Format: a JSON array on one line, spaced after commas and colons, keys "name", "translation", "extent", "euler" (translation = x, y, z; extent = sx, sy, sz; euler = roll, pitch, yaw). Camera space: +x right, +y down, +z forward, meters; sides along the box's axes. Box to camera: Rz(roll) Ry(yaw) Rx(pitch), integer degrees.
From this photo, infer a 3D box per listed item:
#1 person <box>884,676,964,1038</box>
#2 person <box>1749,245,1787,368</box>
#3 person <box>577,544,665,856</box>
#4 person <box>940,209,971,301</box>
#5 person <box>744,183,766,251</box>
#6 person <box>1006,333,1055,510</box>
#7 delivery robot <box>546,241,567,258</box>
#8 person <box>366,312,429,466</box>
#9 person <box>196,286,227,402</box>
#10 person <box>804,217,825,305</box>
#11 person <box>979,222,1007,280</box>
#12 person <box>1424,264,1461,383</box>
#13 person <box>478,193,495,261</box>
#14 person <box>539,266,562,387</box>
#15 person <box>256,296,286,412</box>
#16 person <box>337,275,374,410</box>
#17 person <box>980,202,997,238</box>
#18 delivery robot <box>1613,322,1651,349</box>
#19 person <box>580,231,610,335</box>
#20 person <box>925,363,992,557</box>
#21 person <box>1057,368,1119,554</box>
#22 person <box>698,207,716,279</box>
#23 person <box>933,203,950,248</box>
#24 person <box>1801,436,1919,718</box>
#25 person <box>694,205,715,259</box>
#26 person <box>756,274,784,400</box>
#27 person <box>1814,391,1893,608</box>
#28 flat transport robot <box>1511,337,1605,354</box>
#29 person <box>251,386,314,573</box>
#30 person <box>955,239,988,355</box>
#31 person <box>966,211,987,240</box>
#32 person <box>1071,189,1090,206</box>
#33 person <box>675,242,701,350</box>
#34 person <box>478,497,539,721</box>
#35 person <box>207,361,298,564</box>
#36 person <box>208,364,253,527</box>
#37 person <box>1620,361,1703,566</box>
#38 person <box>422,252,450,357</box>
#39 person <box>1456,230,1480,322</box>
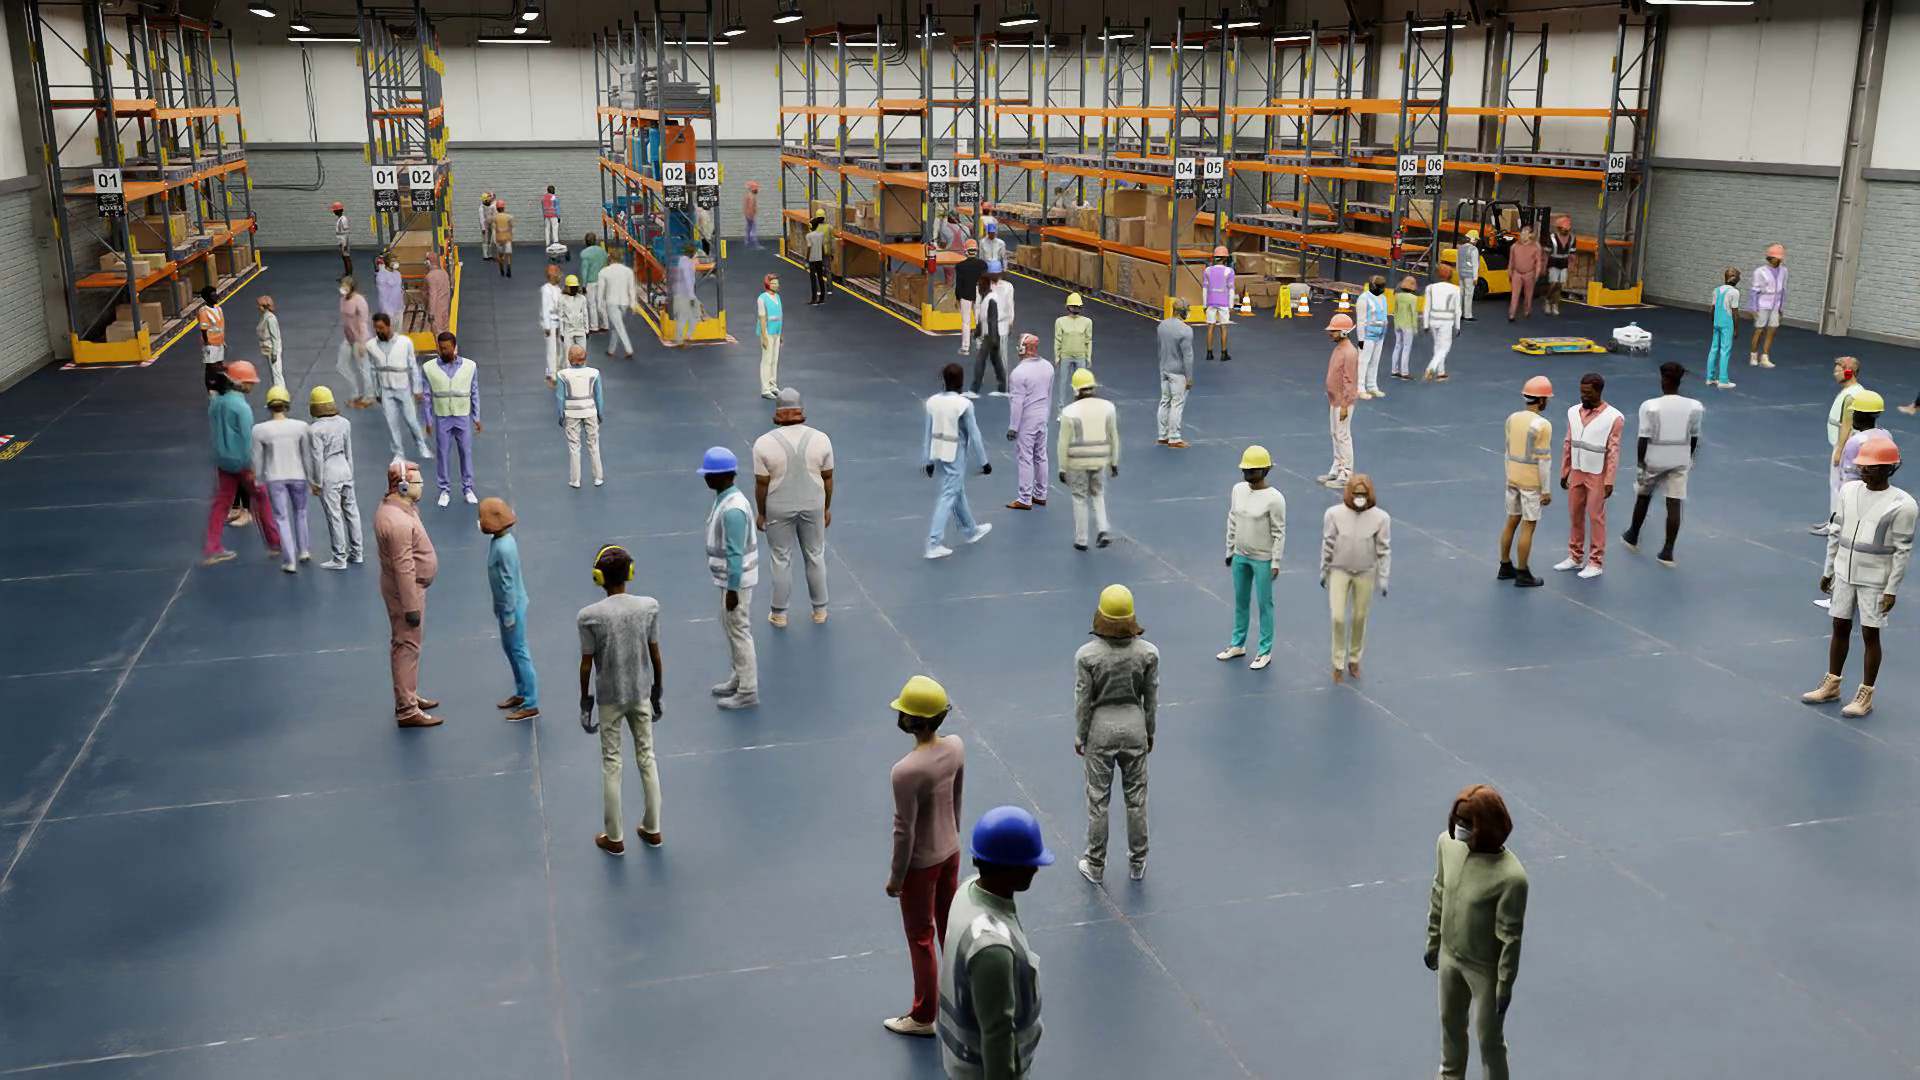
[{"name": "person", "translation": [-0.168, 1.485, 7.868], "extent": [0.300, 1.772, 0.532], "euler": [9, 18, 32]}, {"name": "person", "translation": [13.364, -3.852, 27.463], "extent": [0.632, 2.027, 0.479], "euler": [-3, 15, -13]}, {"name": "person", "translation": [-1.979, 0.936, 9.760], "extent": [0.504, 1.864, 0.333], "euler": [-8, 17, -27]}, {"name": "person", "translation": [-0.140, -6.184, 36.208], "extent": [0.683, 2.000, 0.538], "euler": [-5, 16, -19]}, {"name": "person", "translation": [-6.045, -9.478, 48.774], "extent": [0.644, 1.961, 0.717], "euler": [-2, 15, -9]}, {"name": "person", "translation": [0.729, -1.282, 18.017], "extent": [0.406, 1.910, 0.636], "euler": [12, 19, 39]}, {"name": "delivery robot", "translation": [-11.003, -7.907, 45.360], "extent": [0.477, 0.478, 0.707], "euler": [3, 15, 11]}, {"name": "person", "translation": [-6.815, -1.844, 20.177], "extent": [0.621, 1.888, 0.614], "euler": [1, 15, 5]}, {"name": "person", "translation": [-10.968, -2.883, 24.443], "extent": [0.322, 1.697, 0.531], "euler": [1, 15, 6]}, {"name": "person", "translation": [-3.137, -6.012, 35.886], "extent": [0.516, 1.873, 0.329], "euler": [-14, 20, -42]}, {"name": "person", "translation": [0.627, -5.427, 33.553], "extent": [0.631, 1.938, 0.422], "euler": [-2, 15, -9]}, {"name": "person", "translation": [7.501, -3.369, 25.968], "extent": [0.594, 1.857, 0.818], "euler": [14, 20, 42]}, {"name": "person", "translation": [-12.948, -8.568, 45.577], "extent": [0.403, 1.830, 0.601], "euler": [2, 15, 7]}, {"name": "person", "translation": [-6.332, -3.298, 25.726], "extent": [0.386, 1.851, 0.675], "euler": [2, 15, 6]}, {"name": "person", "translation": [-9.818, -2.657, 23.703], "extent": [0.308, 1.639, 0.524], "euler": [-10, 18, -33]}, {"name": "person", "translation": [-8.661, -2.794, 23.676], "extent": [0.660, 1.921, 0.555], "euler": [12, 19, 37]}, {"name": "person", "translation": [0.642, -7.230, 40.357], "extent": [0.556, 1.925, 0.551], "euler": [-5, 16, -20]}, {"name": "delivery robot", "translation": [11.693, -3.543, 28.930], "extent": [0.477, 0.478, 0.707], "euler": [-3, 16, -12]}, {"name": "person", "translation": [-6.891, -4.841, 31.381], "extent": [0.378, 1.931, 0.646], "euler": [10, 18, 33]}, {"name": "person", "translation": [-0.006, -0.798, 16.271], "extent": [0.963, 1.870, 0.602], "euler": [-12, 19, -37]}, {"name": "person", "translation": [1.235, -0.763, 16.220], "extent": [0.635, 1.824, 0.425], "euler": [-5, 16, -19]}, {"name": "person", "translation": [-6.267, -7.473, 41.159], "extent": [0.386, 1.989, 0.608], "euler": [-2, 15, -9]}, {"name": "person", "translation": [-0.575, -9.620, 49.518], "extent": [0.631, 1.842, 0.428], "euler": [-10, 18, -32]}, {"name": "person", "translation": [6.479, 0.260, 11.956], "extent": [0.371, 2.044, 0.608], "euler": [-7, 17, -25]}, {"name": "person", "translation": [-7.014, -8.551, 45.593], "extent": [0.640, 1.805, 0.887], "euler": [6, 16, 20]}, {"name": "person", "translation": [-2.817, -3.026, 24.693], "extent": [0.389, 1.847, 0.563], "euler": [5, 16, 19]}, {"name": "person", "translation": [7.771, -0.337, 14.422], "extent": [0.587, 1.928, 0.363], "euler": [-10, 18, -34]}, {"name": "flat transport robot", "translation": [10.498, -3.418, 29.188], "extent": [1.431, 0.197, 0.652], "euler": [-2, 15, -9]}, {"name": "person", "translation": [-6.379, -0.583, 15.702], "extent": [0.538, 1.755, 0.558], "euler": [-9, 17, -30]}, {"name": "person", "translation": [0.196, -4.216, 28.890], "extent": [0.619, 1.994, 0.381], "euler": [-7, 16, -23]}, {"name": "person", "translation": [0.393, -7.085, 40.130], "extent": [0.523, 1.766, 0.315], "euler": [-4, 16, -16]}, {"name": "person", "translation": [3.319, -8.782, 46.202], "extent": [0.596, 1.925, 0.372], "euler": [8, 17, 27]}, {"name": "person", "translation": [-4.831, -4.328, 29.492], "extent": [0.622, 1.895, 0.756], "euler": [-3, 15, -13]}, {"name": "person", "translation": [-3.242, 0.488, 11.908], "extent": [0.306, 1.624, 0.499], "euler": [-5, 16, -20]}, {"name": "person", "translation": [-6.891, -0.751, 15.966], "extent": [0.642, 1.947, 0.865], "euler": [13, 20, 40]}, {"name": "person", "translation": [-7.612, -0.985, 17.303], "extent": [0.536, 1.697, 0.318], "euler": [14, 20, 43]}, {"name": "person", "translation": [6.778, -0.773, 16.058], "extent": [0.608, 1.927, 0.937], "euler": [2, 15, 7]}, {"name": "person", "translation": [-8.672, -3.804, 27.520], "extent": [0.401, 1.901, 0.650], "euler": [1, 15, 4]}, {"name": "person", "translation": [10.133, -5.257, 33.140], "extent": [0.404, 1.822, 0.586], "euler": [-5, 16, -19]}]
